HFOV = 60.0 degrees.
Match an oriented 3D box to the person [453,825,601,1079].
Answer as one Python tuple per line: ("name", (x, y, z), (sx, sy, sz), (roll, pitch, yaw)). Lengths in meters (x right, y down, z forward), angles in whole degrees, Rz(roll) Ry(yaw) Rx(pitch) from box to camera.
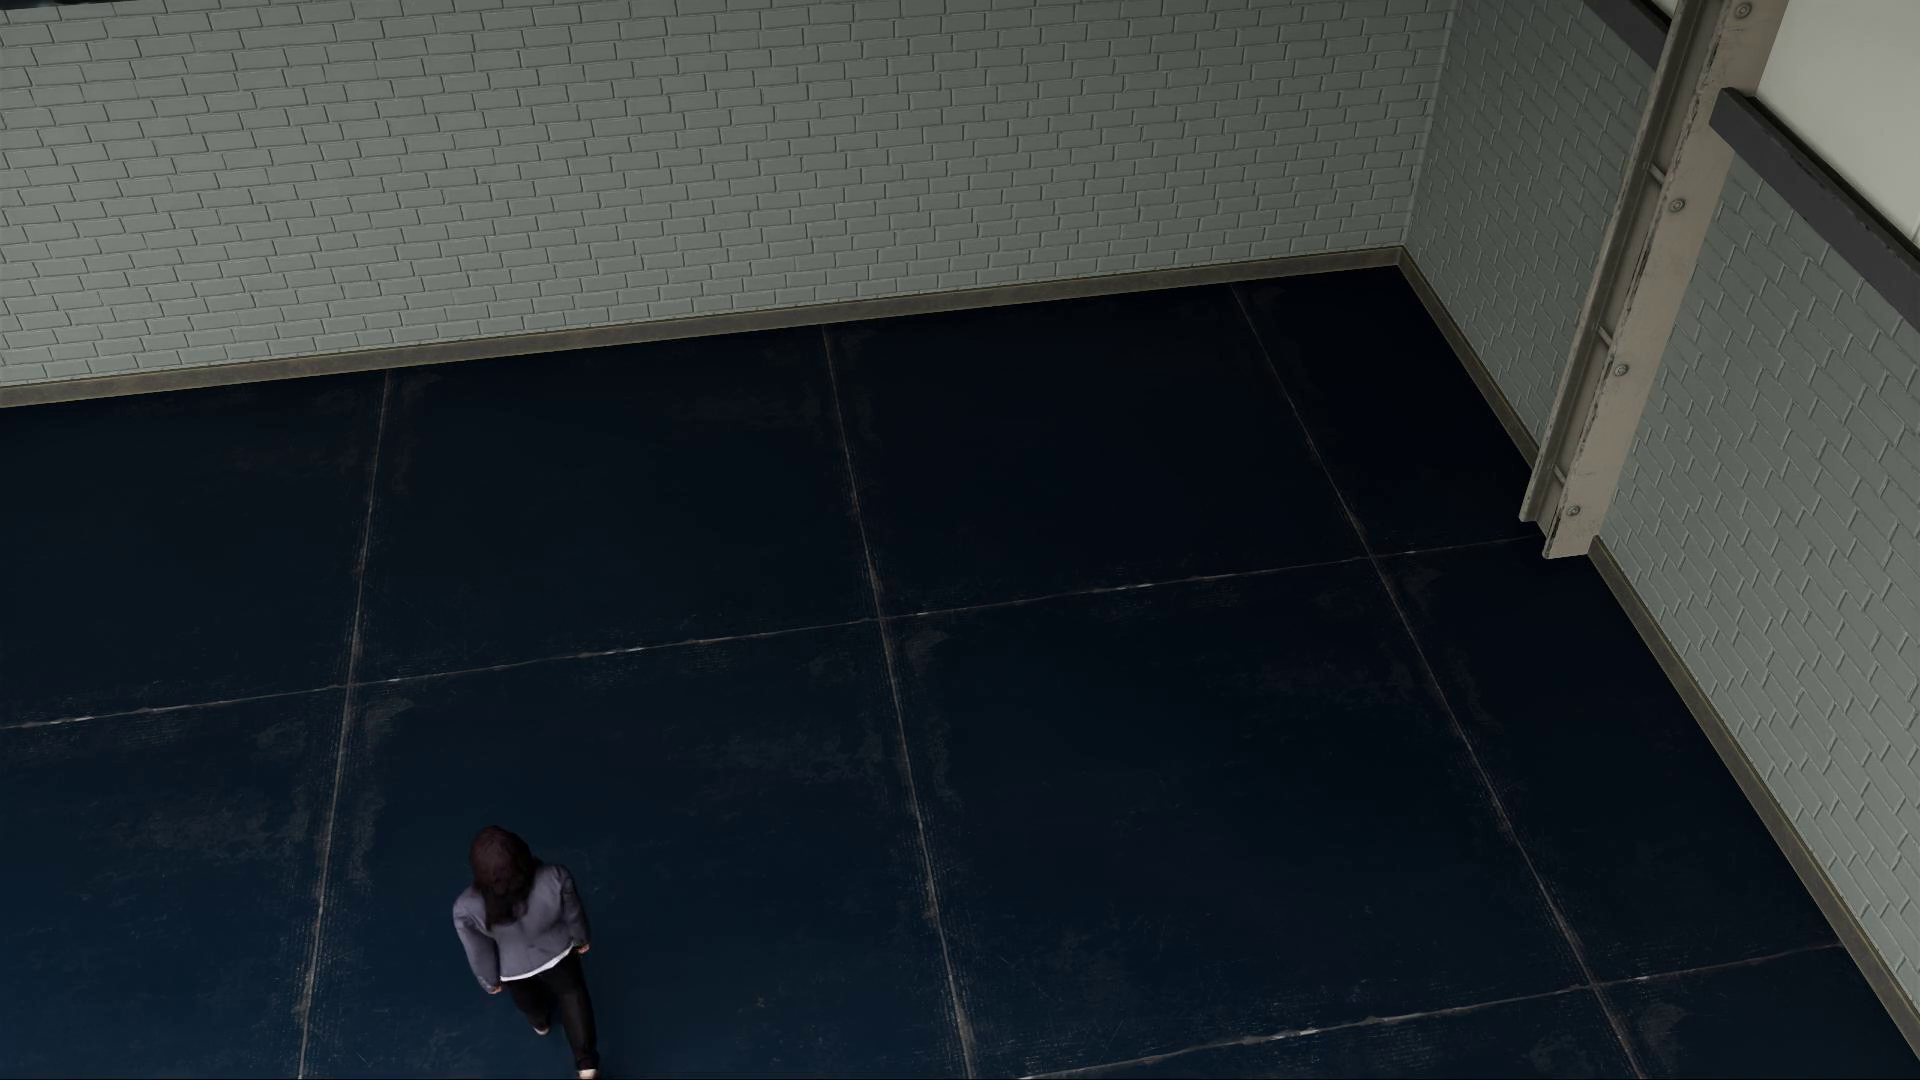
("person", (-1.822, 1.786, 7.097), (0.805, 1.579, 1.013), (-17, 46, -17))
